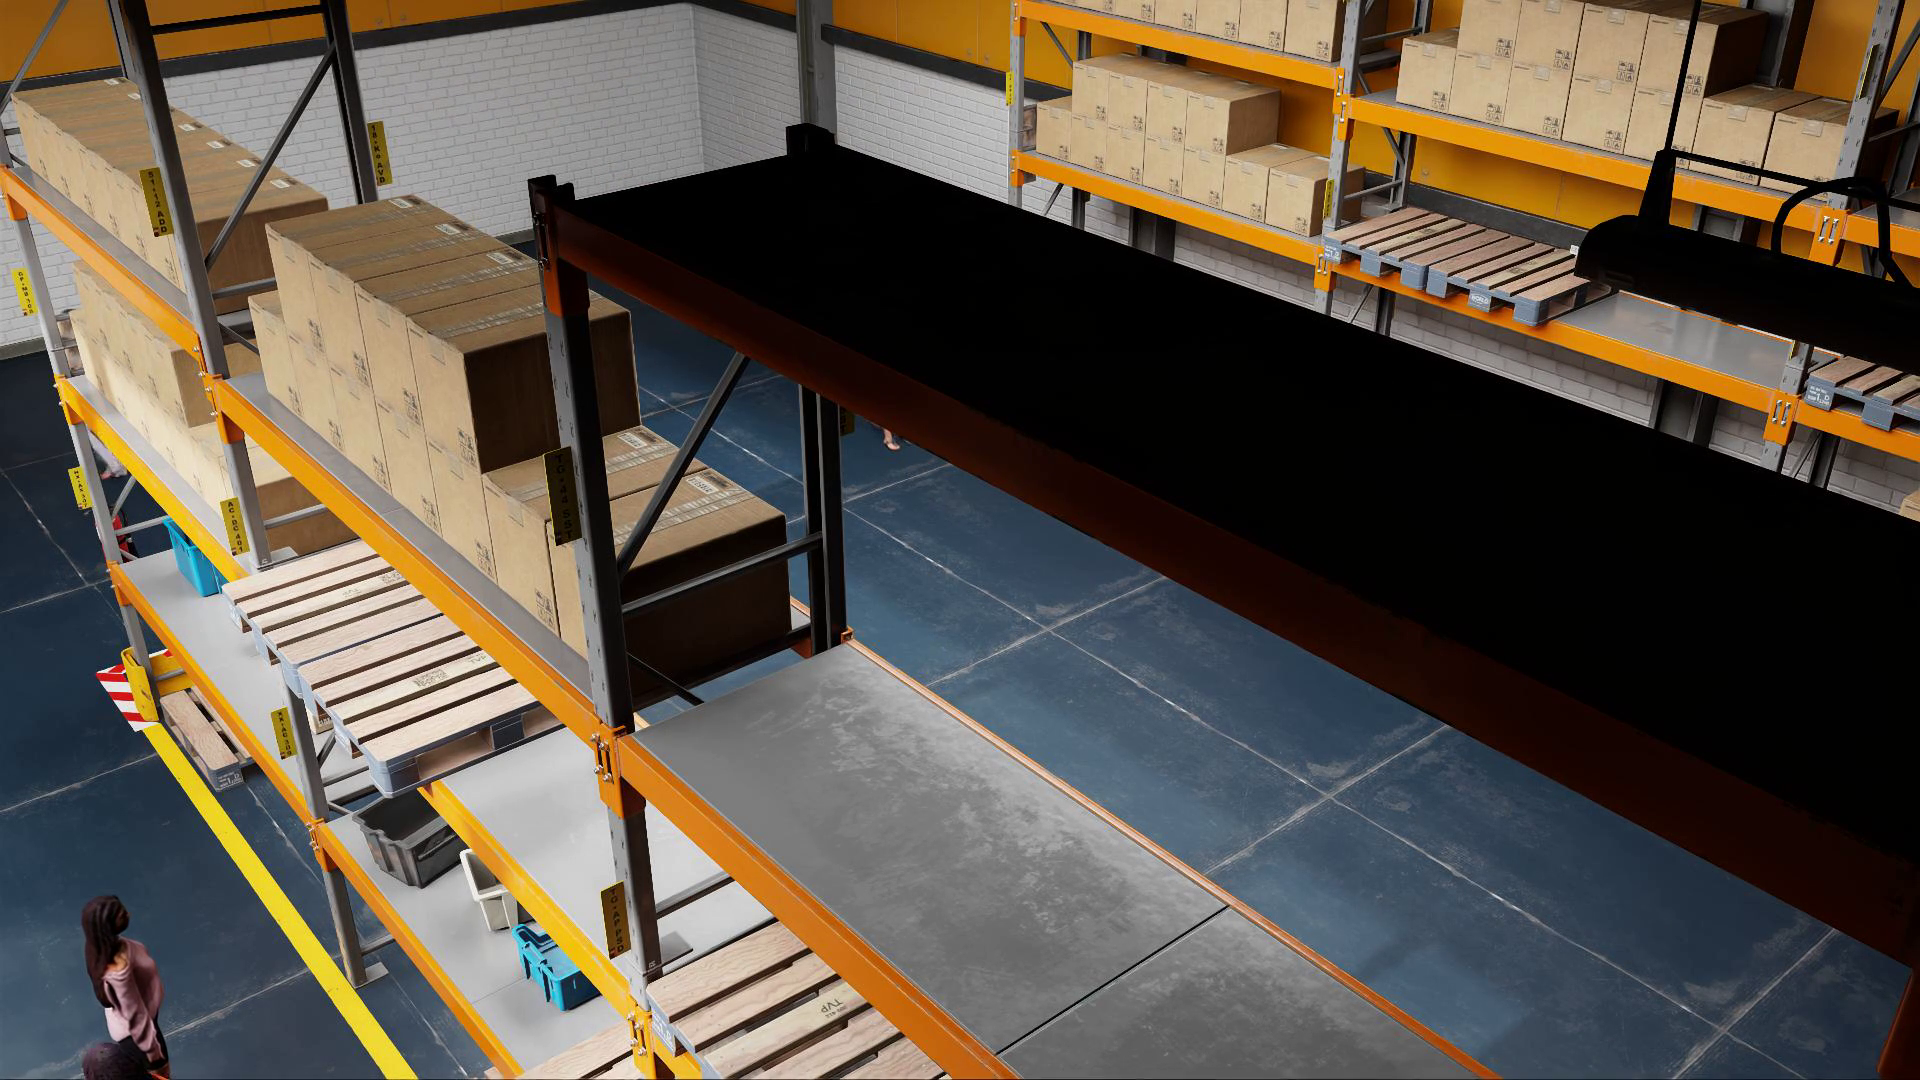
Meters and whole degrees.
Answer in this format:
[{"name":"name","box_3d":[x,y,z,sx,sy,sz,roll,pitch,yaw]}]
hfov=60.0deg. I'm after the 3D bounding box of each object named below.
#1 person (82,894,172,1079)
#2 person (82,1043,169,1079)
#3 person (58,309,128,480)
[{"name":"person","box_3d":[-4.348,2.596,8.781,0.664,1.811,0.455,-21,35,-33]},{"name":"person","box_3d":[-3.817,3.103,7.931,0.736,1.736,0.713,19,34,31]},{"name":"person","box_3d":[-8.351,-1.403,16.169,0.766,1.758,0.672,-10,30,-18]}]
